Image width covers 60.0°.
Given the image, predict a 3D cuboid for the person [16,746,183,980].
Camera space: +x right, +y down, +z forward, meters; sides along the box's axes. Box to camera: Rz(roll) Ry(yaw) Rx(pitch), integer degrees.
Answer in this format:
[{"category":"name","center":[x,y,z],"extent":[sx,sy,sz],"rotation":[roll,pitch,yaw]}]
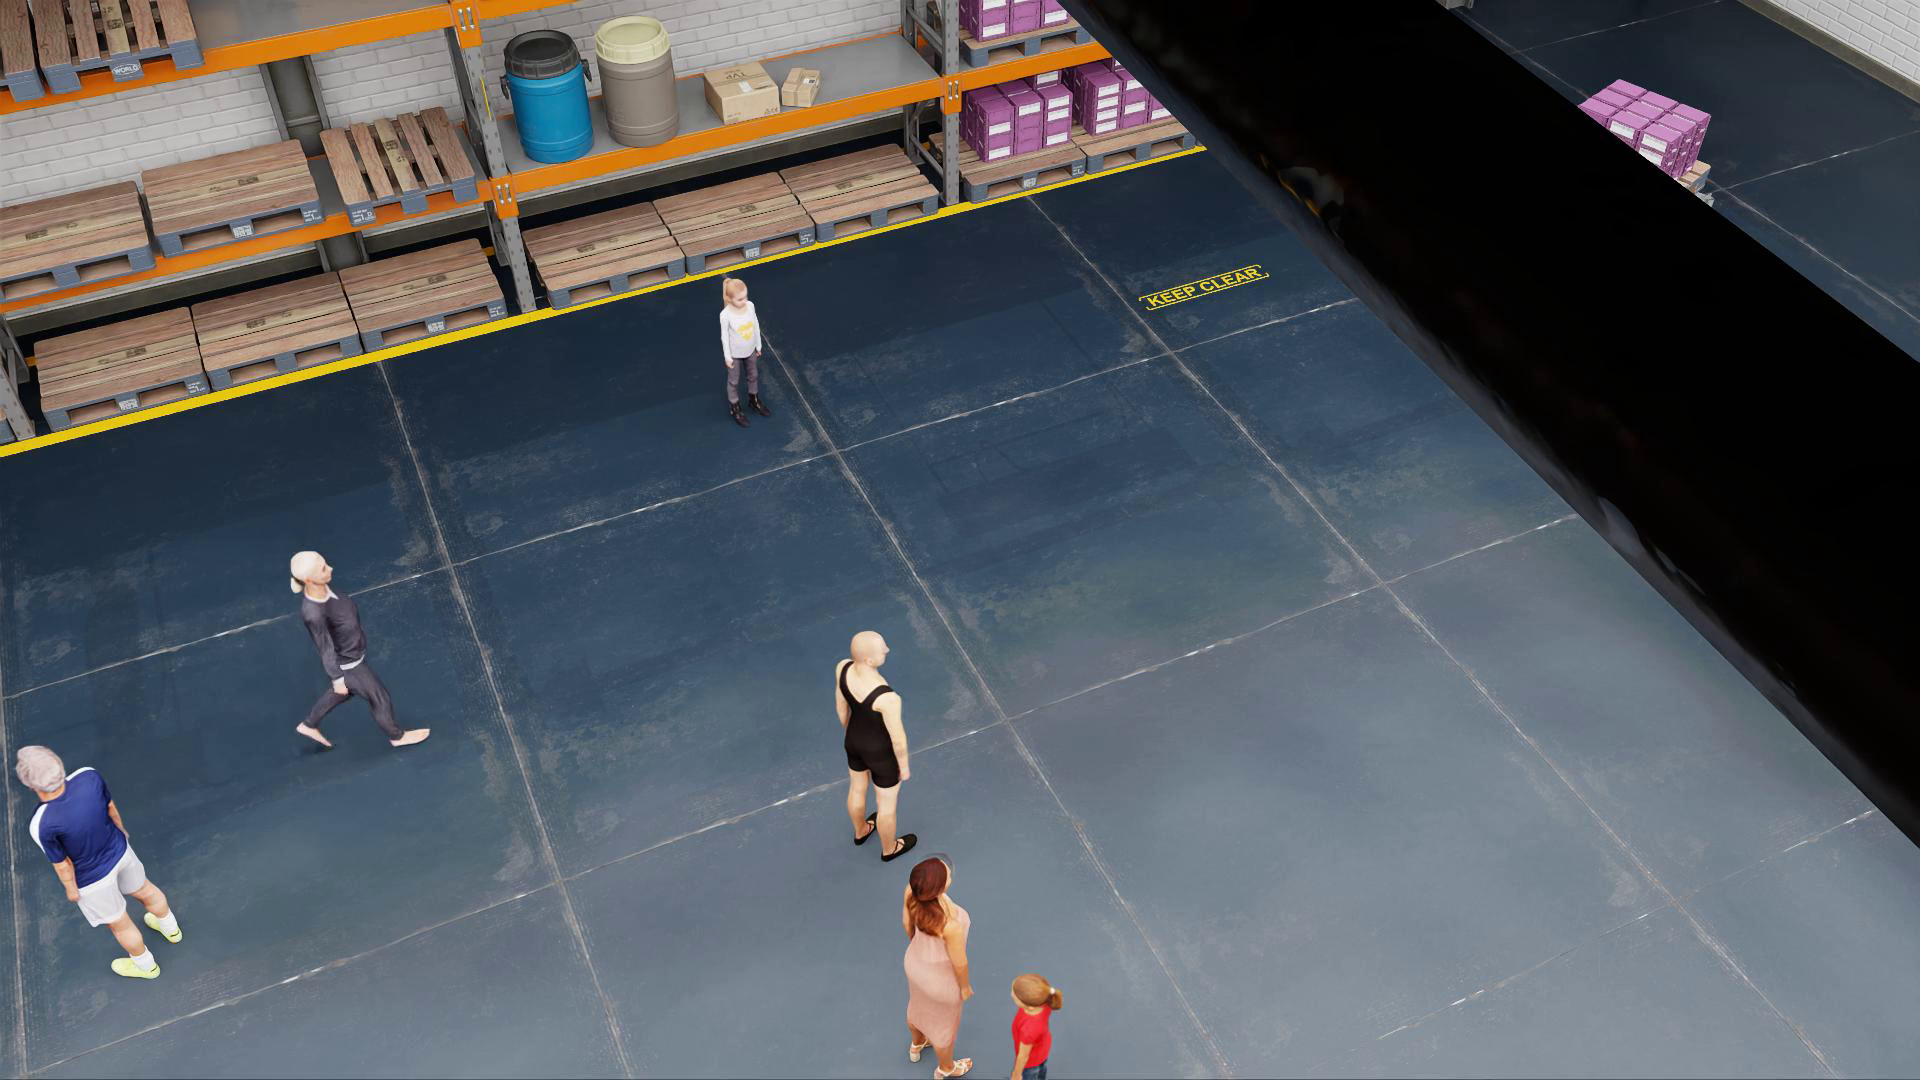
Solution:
[{"category":"person","center":[-4.691,1.740,9.045],"extent":[0.764,1.839,0.722],"rotation":[11,45,11]}]

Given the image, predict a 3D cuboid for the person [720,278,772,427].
[{"category":"person","center":[-1.696,-1.475,12.827],"extent":[0.500,1.278,0.597],"rotation":[-30,51,-28]}]

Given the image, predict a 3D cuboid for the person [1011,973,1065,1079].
[{"category":"person","center":[0.391,2.593,8.532],"extent":[0.651,1.311,0.596],"rotation":[12,45,12]}]

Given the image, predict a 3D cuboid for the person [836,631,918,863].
[{"category":"person","center":[-0.516,1.201,9.628],"extent":[0.711,1.815,0.664],"rotation":[32,52,29]}]

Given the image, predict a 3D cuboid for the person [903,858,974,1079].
[{"category":"person","center":[-0.136,2.212,8.555],"extent":[0.605,1.832,0.636],"rotation":[-32,52,-29]}]

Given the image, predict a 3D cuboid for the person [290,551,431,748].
[{"category":"person","center":[-3.868,0.720,10.214],"extent":[1.051,1.702,0.711],"rotation":[-12,45,-12]}]
